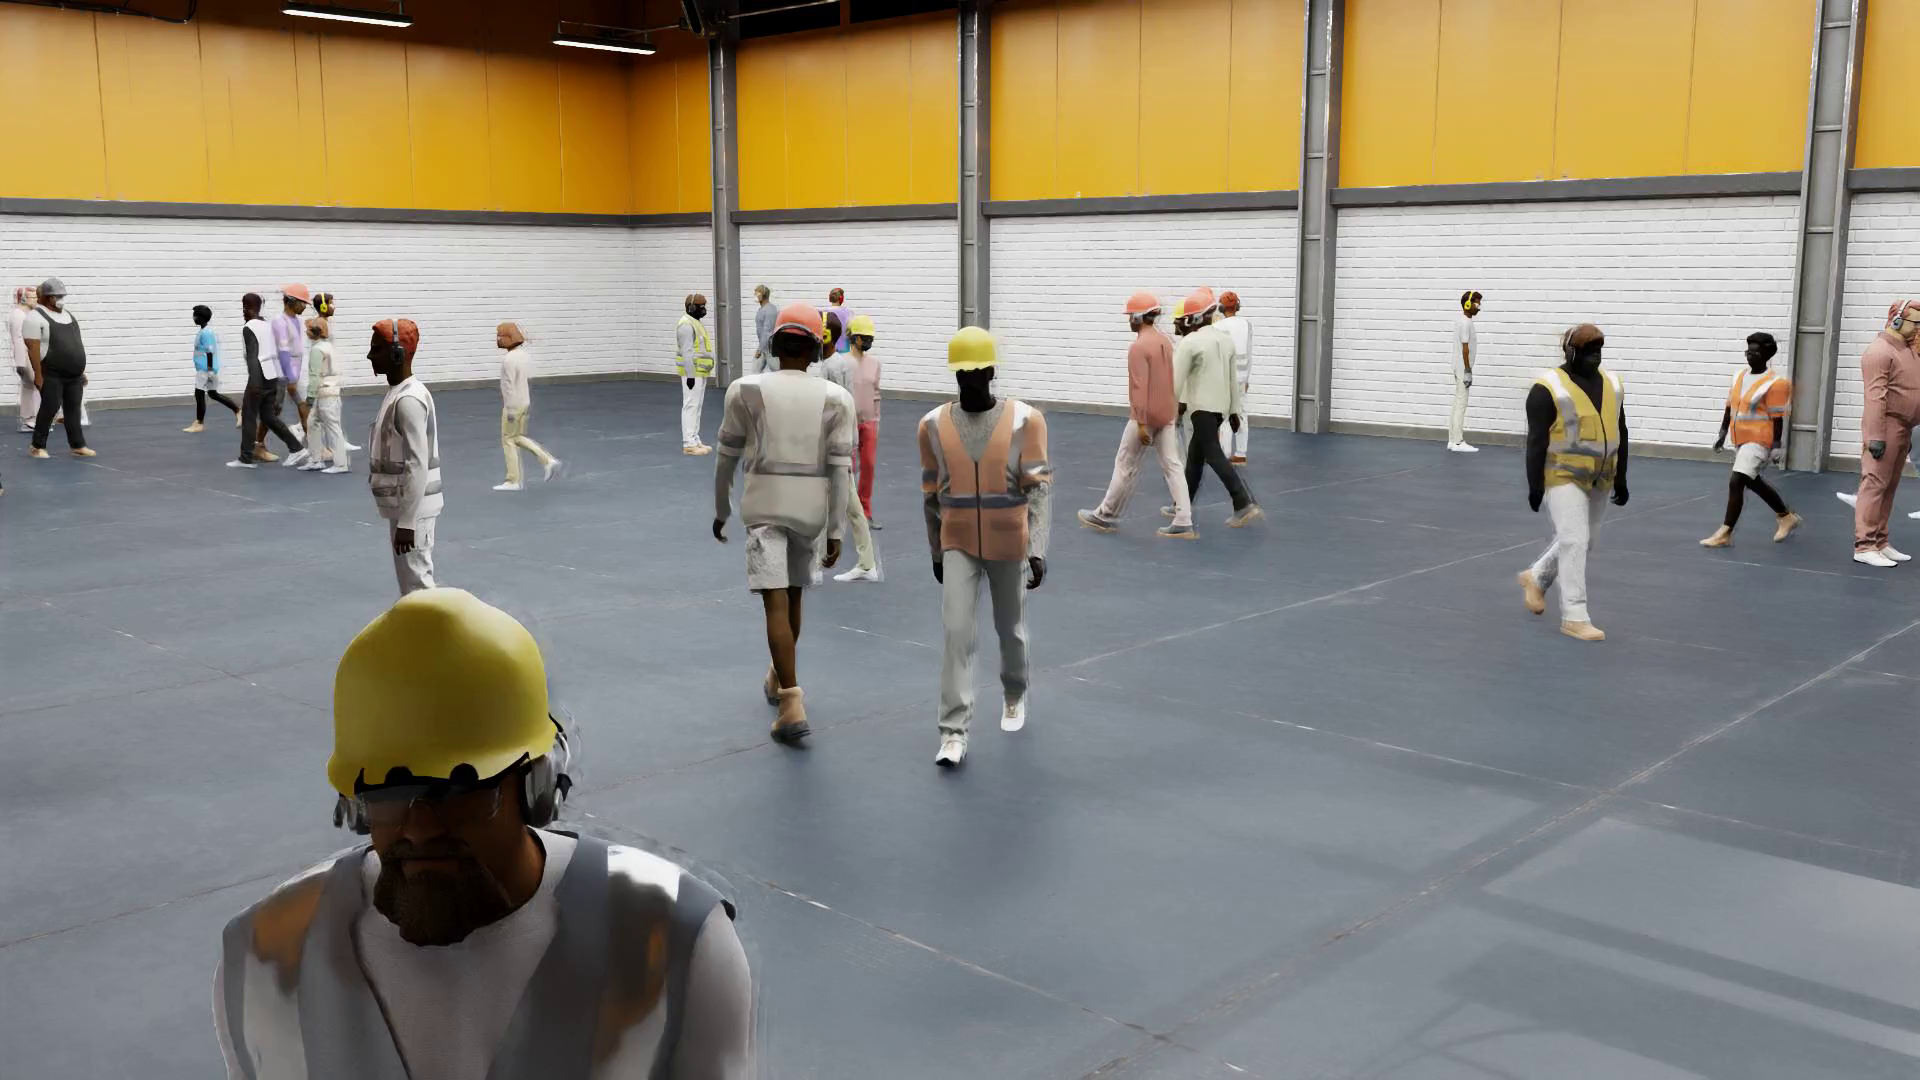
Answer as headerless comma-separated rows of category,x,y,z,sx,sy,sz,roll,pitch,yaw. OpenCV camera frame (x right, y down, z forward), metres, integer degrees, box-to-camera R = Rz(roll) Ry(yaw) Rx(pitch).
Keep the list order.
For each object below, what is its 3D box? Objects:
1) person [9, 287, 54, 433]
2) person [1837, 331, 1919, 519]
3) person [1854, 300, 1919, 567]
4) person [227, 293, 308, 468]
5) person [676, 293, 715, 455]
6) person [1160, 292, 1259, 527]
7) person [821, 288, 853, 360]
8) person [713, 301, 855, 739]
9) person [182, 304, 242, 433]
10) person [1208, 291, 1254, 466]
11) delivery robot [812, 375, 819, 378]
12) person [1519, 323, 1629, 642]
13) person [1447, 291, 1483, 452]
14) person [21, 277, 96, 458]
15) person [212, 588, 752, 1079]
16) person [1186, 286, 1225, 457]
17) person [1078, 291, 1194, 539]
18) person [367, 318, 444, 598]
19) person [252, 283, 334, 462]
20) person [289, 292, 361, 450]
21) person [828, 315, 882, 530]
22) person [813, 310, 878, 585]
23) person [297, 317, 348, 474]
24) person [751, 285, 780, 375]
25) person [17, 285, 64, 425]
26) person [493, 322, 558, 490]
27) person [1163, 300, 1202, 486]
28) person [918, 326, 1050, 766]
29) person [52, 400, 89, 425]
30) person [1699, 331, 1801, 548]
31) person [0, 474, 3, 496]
person,-11.955,-2.313,21.483,0.536,1.891,0.648,-4,10,-26
person,8.003,-0.986,14.194,0.856,1.584,0.523,7,12,37
person,6.698,-0.767,11.949,0.408,1.903,0.638,9,13,44
person,-7.453,-1.705,17.818,0.785,1.872,0.665,0,9,-2
person,-3.029,-1.899,19.074,0.429,1.839,0.634,0,9,2
person,2.098,-1.084,13.816,0.618,1.939,1.040,-9,13,-43
person,-1.794,-2.739,24.198,0.567,1.847,0.389,3,10,20
person,-0.799,-0.112,7.731,0.628,1.982,1.102,-3,10,-18
person,-9.716,-2.231,21.617,0.769,1.669,0.539,-4,10,-25
person,2.885,-1.714,17.809,0.575,1.881,0.361,-6,11,-33
delivery robot,-2.124,-2.182,24.445,0.707,0.478,0.477,6,11,32
person,3.567,-0.368,9.757,0.621,1.818,0.821,-4,10,-21
person,5.893,-1.962,19.388,0.327,1.865,0.519,1,9,7
person,-10.110,-1.938,18.695,0.567,2.000,0.681,3,10,17
person,-0.515,0.919,1.900,0.601,1.808,0.806,-1,9,-4
person,2.720,-1.855,18.533,0.542,1.927,0.382,-2,10,-13
person,1.446,-0.987,13.177,1.005,1.936,0.600,8,12,39
person,-2.709,-0.134,8.120,0.355,1.882,0.575,-4,10,-23
person,-7.340,-1.812,18.168,1.048,1.968,0.622,0,9,2
person,-7.385,-1.933,19.241,0.698,1.856,0.524,-4,10,-26
person,-0.888,-0.960,13.575,0.531,1.748,0.541,-8,12,-40
person,-0.934,-0.607,11.151,0.833,1.835,0.546,0,9,-1
person,-6.660,-1.480,17.144,0.649,1.612,0.546,-2,9,-11
person,-2.900,-2.836,24.694,1.023,1.885,0.635,-5,10,-27
person,-12.323,-2.486,22.399,0.594,1.926,0.642,-1,9,-8
person,-4.201,-1.275,15.912,0.515,1.616,0.516,1,9,5
person,2.155,-1.417,16.176,0.522,1.813,0.620,0,9,-2
person,0.108,-0.002,7.331,0.591,1.885,0.992,1,9,9
person,-12.158,-2.323,22.387,0.706,1.600,0.514,-6,11,-31
person,6.094,-0.766,12.655,0.848,1.663,0.527,-1,9,-9
person,-9.153,-1.377,15.484,0.365,1.966,0.608,-4,10,-23
